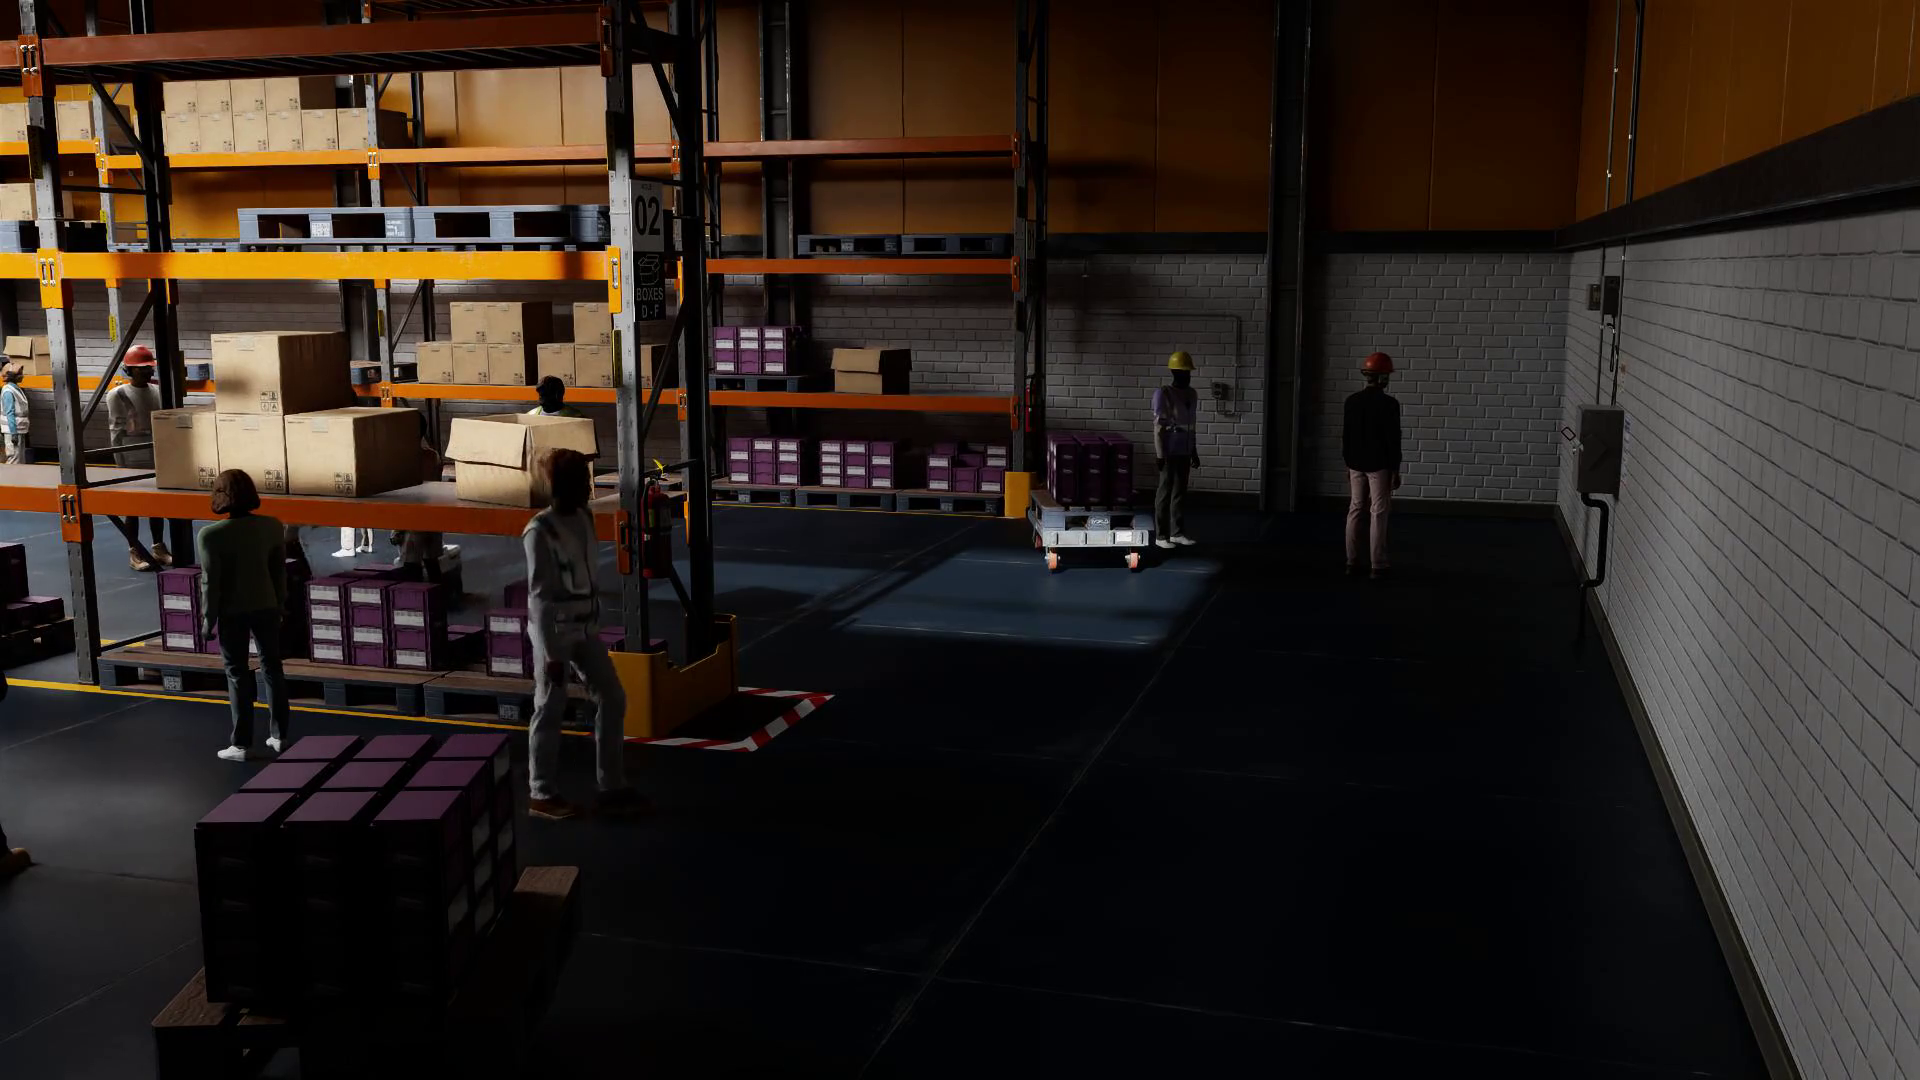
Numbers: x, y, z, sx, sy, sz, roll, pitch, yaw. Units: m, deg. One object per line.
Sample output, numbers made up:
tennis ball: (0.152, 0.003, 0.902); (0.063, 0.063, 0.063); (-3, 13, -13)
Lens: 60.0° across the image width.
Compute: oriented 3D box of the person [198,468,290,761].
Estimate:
person: (-3.983, 0.414, 9.273); (0.286, 1.636, 0.500); (7, 12, 36)

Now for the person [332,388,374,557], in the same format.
person: (-5.782, -0.655, 15.765); (0.309, 1.645, 0.514); (4, 10, 25)

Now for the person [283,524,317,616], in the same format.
person: (-5.249, -0.270, 12.646); (0.562, 1.895, 0.904); (6, 11, 33)

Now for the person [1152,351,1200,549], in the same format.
person: (2.131, -0.882, 16.281); (0.585, 1.928, 0.369); (-8, 13, -42)

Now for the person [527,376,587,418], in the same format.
person: (-3.401, -0.455, 13.941); (0.634, 1.842, 0.429); (3, 10, 19)

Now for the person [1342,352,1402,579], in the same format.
person: (3.651, -0.655, 14.694); (0.381, 1.994, 0.614); (-7, 12, -36)

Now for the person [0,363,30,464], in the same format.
person: (-11.040, -1.252, 19.450); (0.314, 1.629, 0.509); (-3, 10, -20)

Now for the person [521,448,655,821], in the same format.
person: (-1.830, 0.485, 8.150); (0.764, 1.857, 0.620); (3, 10, 17)

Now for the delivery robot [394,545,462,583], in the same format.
delivery robot: (-4.354, 0.192, 13.623); (0.477, 0.478, 0.707); (1, 9, 3)

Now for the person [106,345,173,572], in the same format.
person: (-7.375, -0.742, 15.080); (0.374, 2.043, 0.614); (4, 10, 25)

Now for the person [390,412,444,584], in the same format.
person: (-4.028, -0.118, 12.329); (0.318, 1.697, 0.535); (3, 10, 17)

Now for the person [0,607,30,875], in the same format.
person: (-4.566, 0.514, 7.432); (0.688, 2.000, 0.536); (0, 9, 3)

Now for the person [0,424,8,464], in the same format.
person: (-11.710, -1.484, 20.032); (0.937, 1.898, 0.548); (-3, 10, -17)
